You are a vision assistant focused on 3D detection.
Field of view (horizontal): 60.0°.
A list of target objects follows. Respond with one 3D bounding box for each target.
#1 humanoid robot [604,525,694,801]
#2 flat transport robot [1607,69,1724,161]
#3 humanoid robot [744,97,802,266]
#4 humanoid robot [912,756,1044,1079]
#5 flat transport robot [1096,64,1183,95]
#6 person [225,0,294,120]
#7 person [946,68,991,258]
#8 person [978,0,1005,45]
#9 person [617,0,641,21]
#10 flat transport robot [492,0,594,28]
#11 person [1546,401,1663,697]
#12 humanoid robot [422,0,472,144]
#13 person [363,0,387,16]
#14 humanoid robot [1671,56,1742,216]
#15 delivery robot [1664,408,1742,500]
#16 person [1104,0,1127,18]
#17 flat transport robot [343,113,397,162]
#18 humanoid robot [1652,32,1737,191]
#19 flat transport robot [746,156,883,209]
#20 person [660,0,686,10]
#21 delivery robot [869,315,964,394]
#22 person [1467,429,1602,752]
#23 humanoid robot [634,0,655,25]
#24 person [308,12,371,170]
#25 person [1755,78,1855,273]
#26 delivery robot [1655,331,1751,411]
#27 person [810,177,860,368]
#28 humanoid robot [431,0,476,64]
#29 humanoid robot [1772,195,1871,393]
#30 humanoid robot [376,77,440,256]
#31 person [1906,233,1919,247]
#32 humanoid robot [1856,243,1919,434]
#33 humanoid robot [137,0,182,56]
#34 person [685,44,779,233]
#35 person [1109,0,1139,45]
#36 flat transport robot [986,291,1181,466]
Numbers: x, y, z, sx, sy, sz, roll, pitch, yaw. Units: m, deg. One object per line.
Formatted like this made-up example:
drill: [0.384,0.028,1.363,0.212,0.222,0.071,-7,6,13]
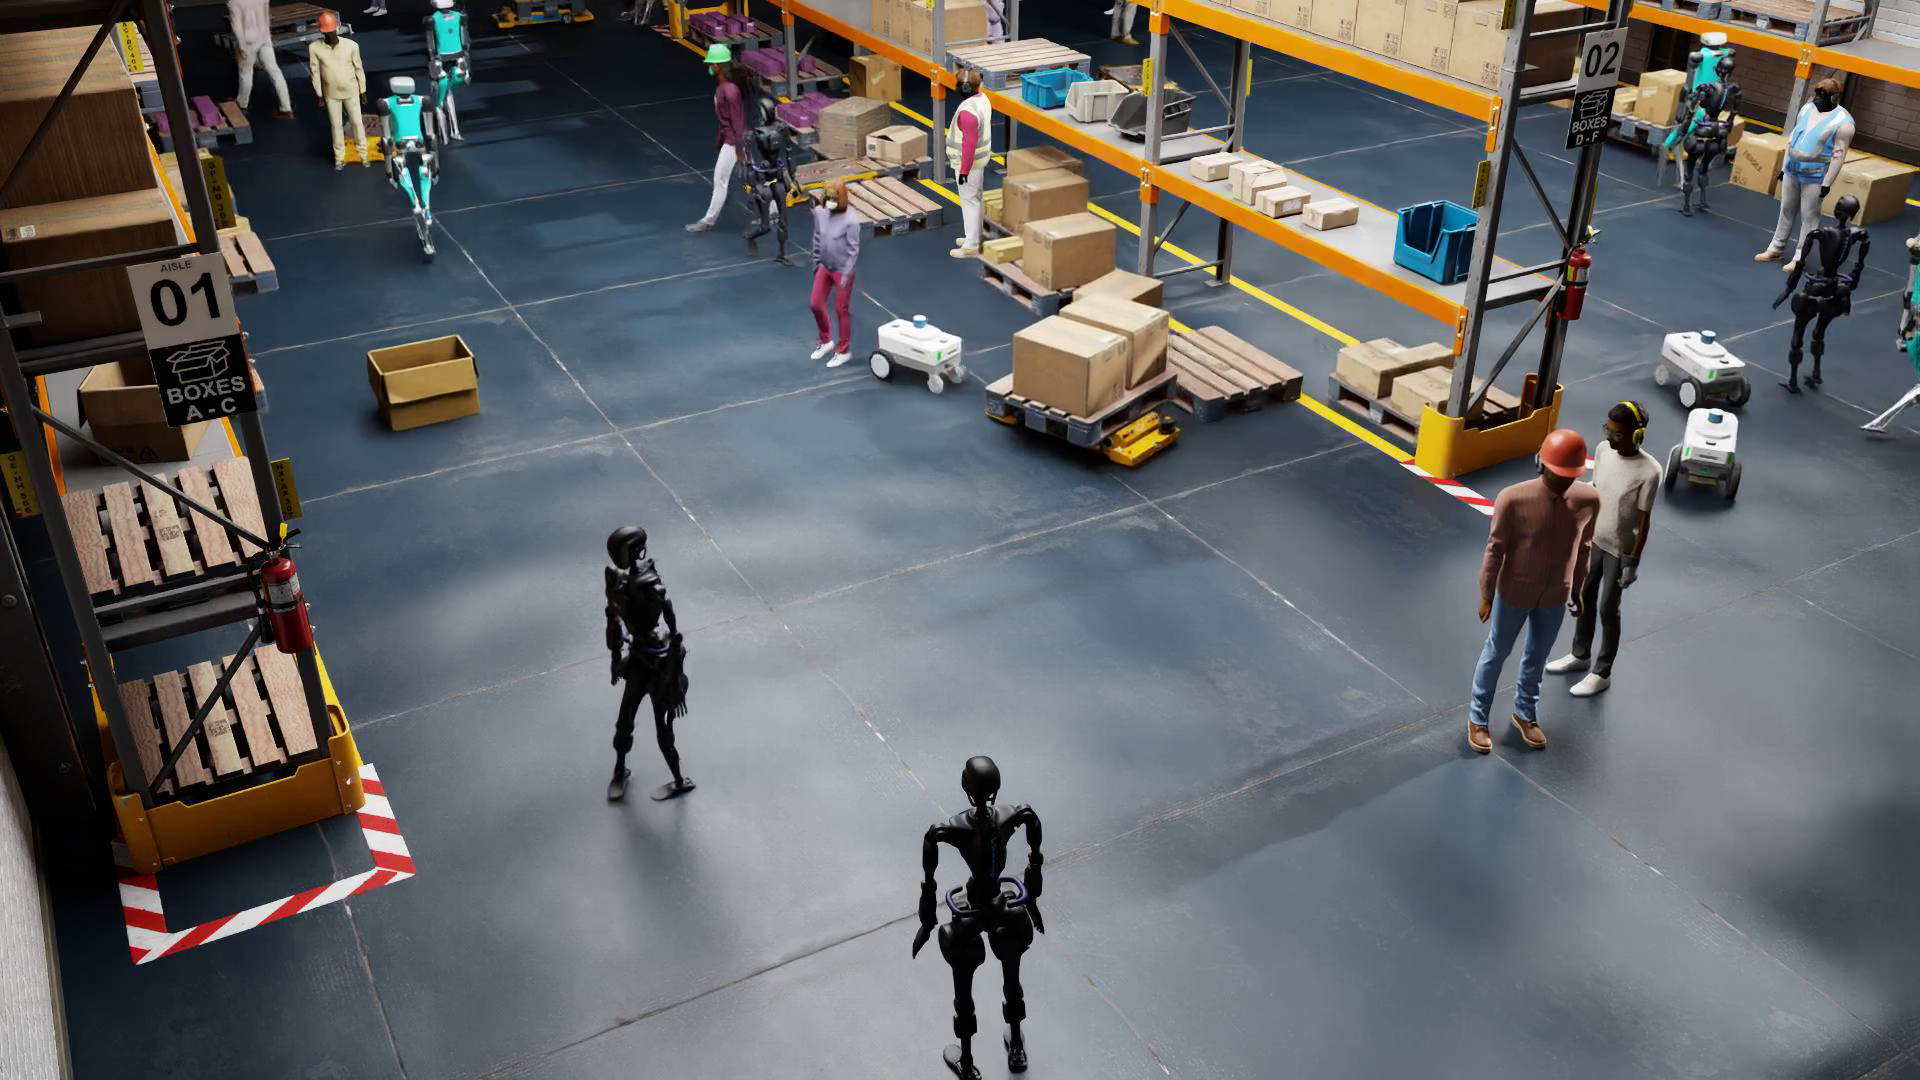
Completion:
humanoid robot: [-1.683,0.695,8.788,0.612,1.650,0.434,24,38,35]
flat transport robot: [8.239,-4.803,19.771,0.659,0.231,1.431,-15,33,-25]
humanoid robot: [-1.858,-3.480,16.069,0.609,1.643,0.522,-25,38,-36]
humanoid robot: [0.091,1.628,7.147,0.599,1.657,0.315,-9,31,-15]
flat transport robot: [2.348,-5.958,21.781,0.659,0.231,1.431,-9,31,-16]
person: [-8.763,-6.166,20.516,1.017,1.879,0.655,14,33,23]
person: [0.080,-3.681,16.239,0.429,1.841,0.634,6,30,11]
person: [0.355,-6.596,21.304,0.708,1.854,0.671,14,33,23]
person: [-5.161,-8.805,25.261,0.761,1.733,0.705,18,34,28]
flat transport robot: [-6.377,-8.032,25.392,1.431,0.231,0.659,-12,32,-19]
person: [3.787,0.044,9.745,0.345,1.856,0.525,-12,32,-19]
humanoid robot: [-6.059,-5.484,19.551,0.539,1.839,0.760,-22,36,-33]
person: [-9.100,-8.911,25.550,0.286,1.632,0.499,-22,37,-33]
humanoid robot: [7.741,-4.214,17.332,0.594,1.653,0.383,-4,30,-8]
delivery robot: [5.523,-0.682,12.303,0.522,0.587,0.734,13,32,21]
person: [2.446,-8.921,25.361,0.322,1.843,0.506,-10,31,-17]
flat transport robot: [-6.973,-4.793,19.753,0.659,0.231,1.431,-5,30,-8]
humanoid robot: [7.860,-4.642,18.051,0.543,1.820,0.775,-8,31,-14]
flat transport robot: [-1.565,-3.925,18.243,1.431,0.231,0.659,-19,35,-30]
person: [-4.542,-9.179,25.897,0.568,1.750,0.328,-9,31,-15]
delivery robot: [-0.350,-1.581,13.879,0.791,0.598,0.499,22,36,33]
person: [3.170,0.284,9.186,0.624,1.990,0.387,-3,30,-6]
humanoid robot: [-4.784,-8.531,24.847,0.535,1.852,0.710,18,34,28]
person: [-6.967,-5.047,18.706,0.572,1.746,0.344,-8,31,-14]
person: [8.099,-3.489,15.907,0.429,1.844,0.624,-12,32,-20]
delivery robot: [6.056,-1.395,13.571,0.499,0.614,0.818,-6,30,-10]
person: [-1.063,-2.233,13.928,0.541,1.625,0.370,20,36,31]
humanoid robot: [-7.035,-7.383,22.856,0.608,1.647,0.348,11,32,18]
humanoid robot: [6.949,-1.992,13.464,0.600,1.655,0.348,0,30,0]
humanoid robot: [-5.268,-3.572,16.155,0.558,1.737,1.031,-15,33,-24]
person: [9.776,-3.702,16.363,0.613,1.754,0.419,-2,30,-4]
humanoid robot: [7.504,-1.558,12.663,0.970,1.759,0.553,-7,31,-12]
humanoid robot: [-10.368,-6.498,21.342,0.610,1.628,0.735,-16,33,-25]
person: [-2.327,-4.065,16.862,1.000,1.892,0.523,-7,31,-11]
person: [2.406,-8.084,23.898,0.471,1.855,0.634,3,30,5]
flat transport robot: [0.958,-0.967,13.093,1.431,0.231,0.659,22,37,34]
